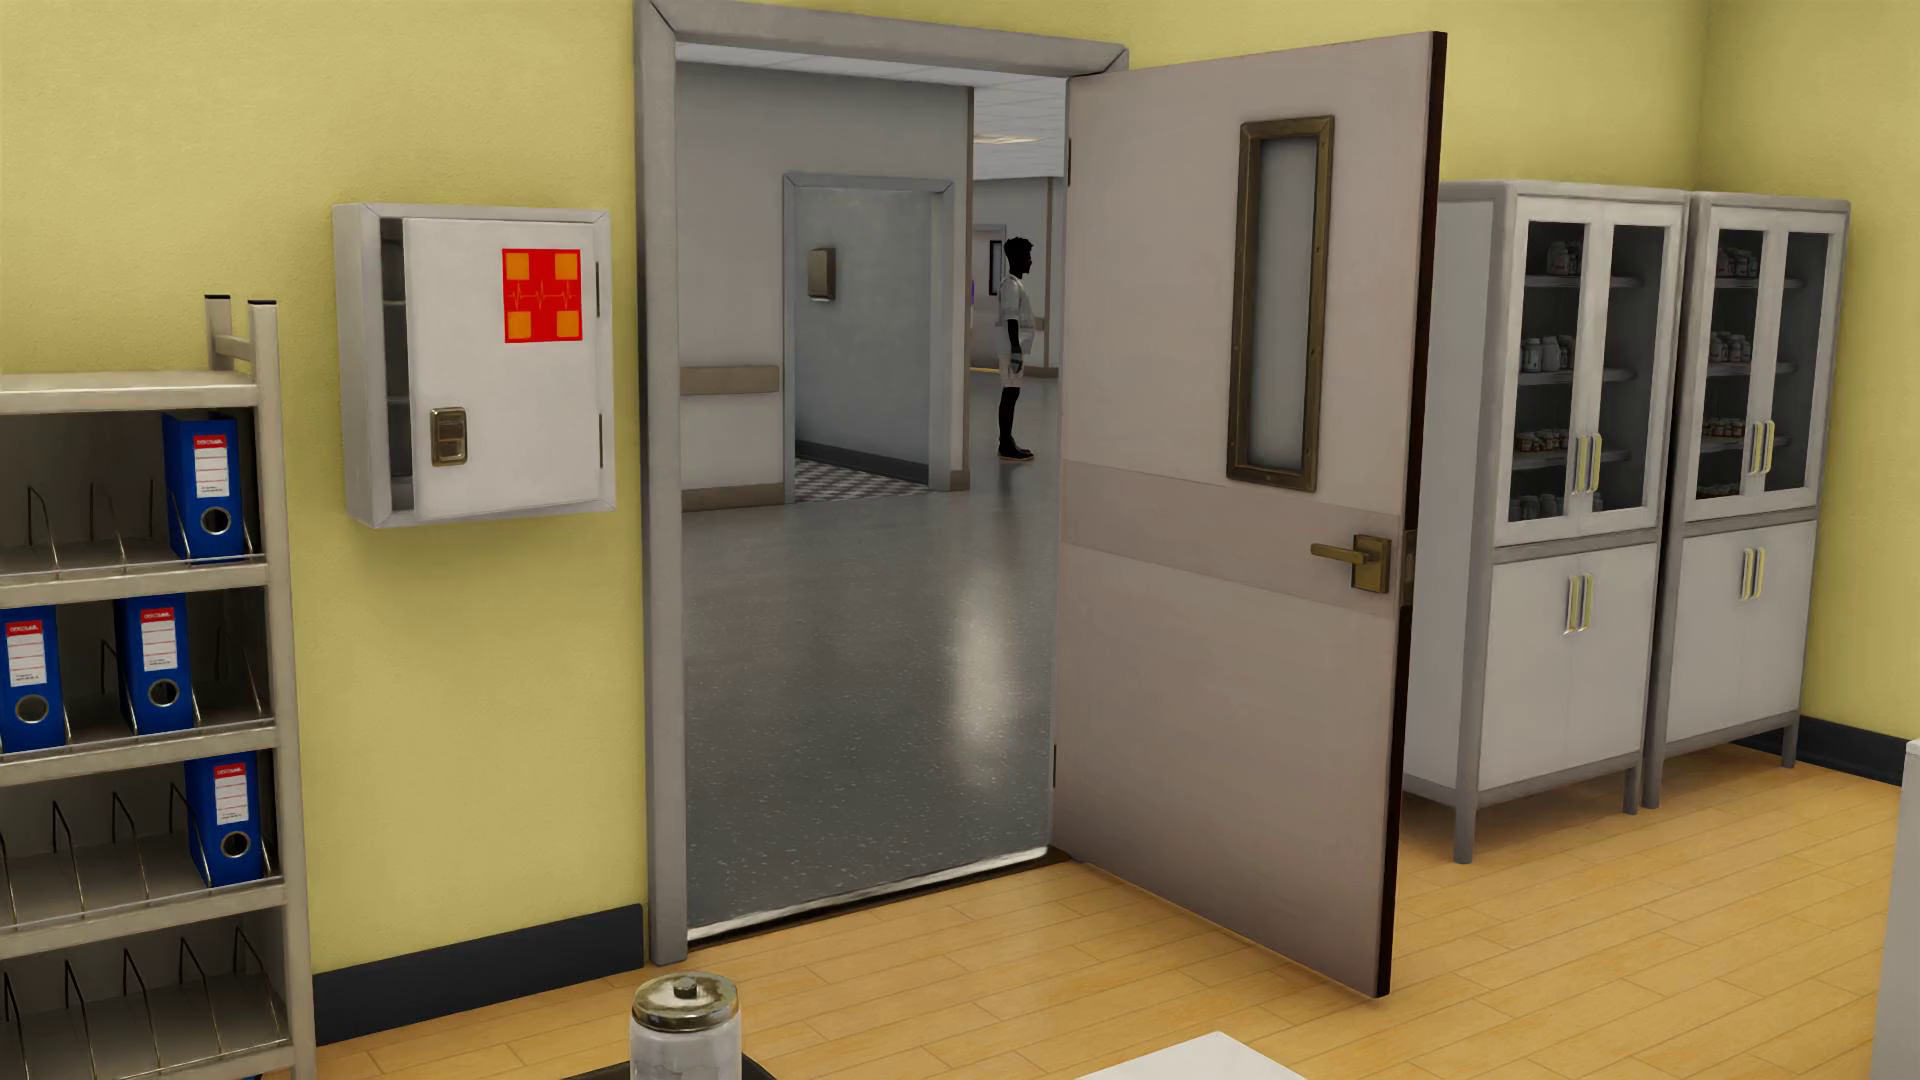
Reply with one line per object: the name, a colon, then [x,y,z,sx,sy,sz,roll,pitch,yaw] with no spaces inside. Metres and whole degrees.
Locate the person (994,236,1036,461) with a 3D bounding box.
person: [0.484,-1.683,14.680,0.367,1.966,0.606,1,10,-1]
